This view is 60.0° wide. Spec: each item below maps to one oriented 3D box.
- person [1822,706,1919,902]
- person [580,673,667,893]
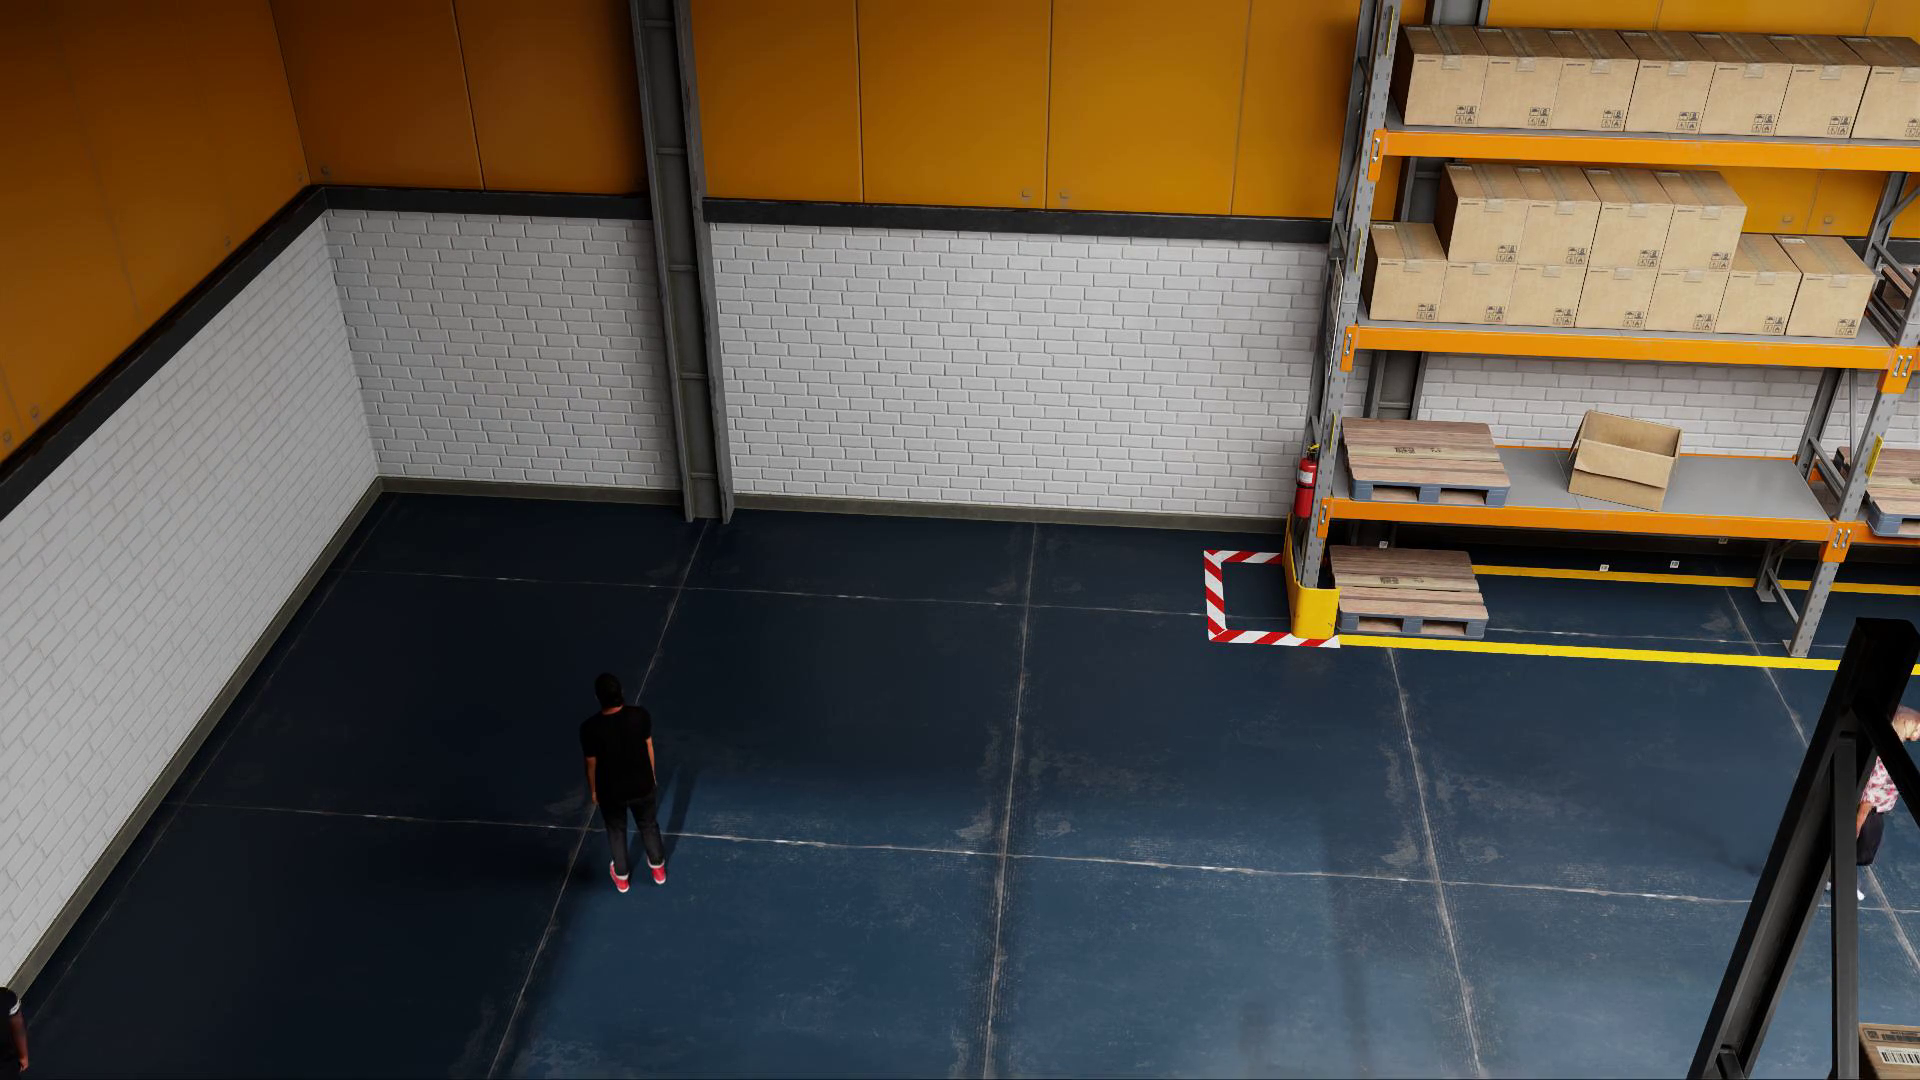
[{"bbox_3d":[5.893,1.713,10.951,0.792,1.623,0.708,18,38,25],"label":"person"},{"bbox_3d":[-2.218,1.603,10.996,0.647,1.757,0.758,-12,36,-18],"label":"person"}]
